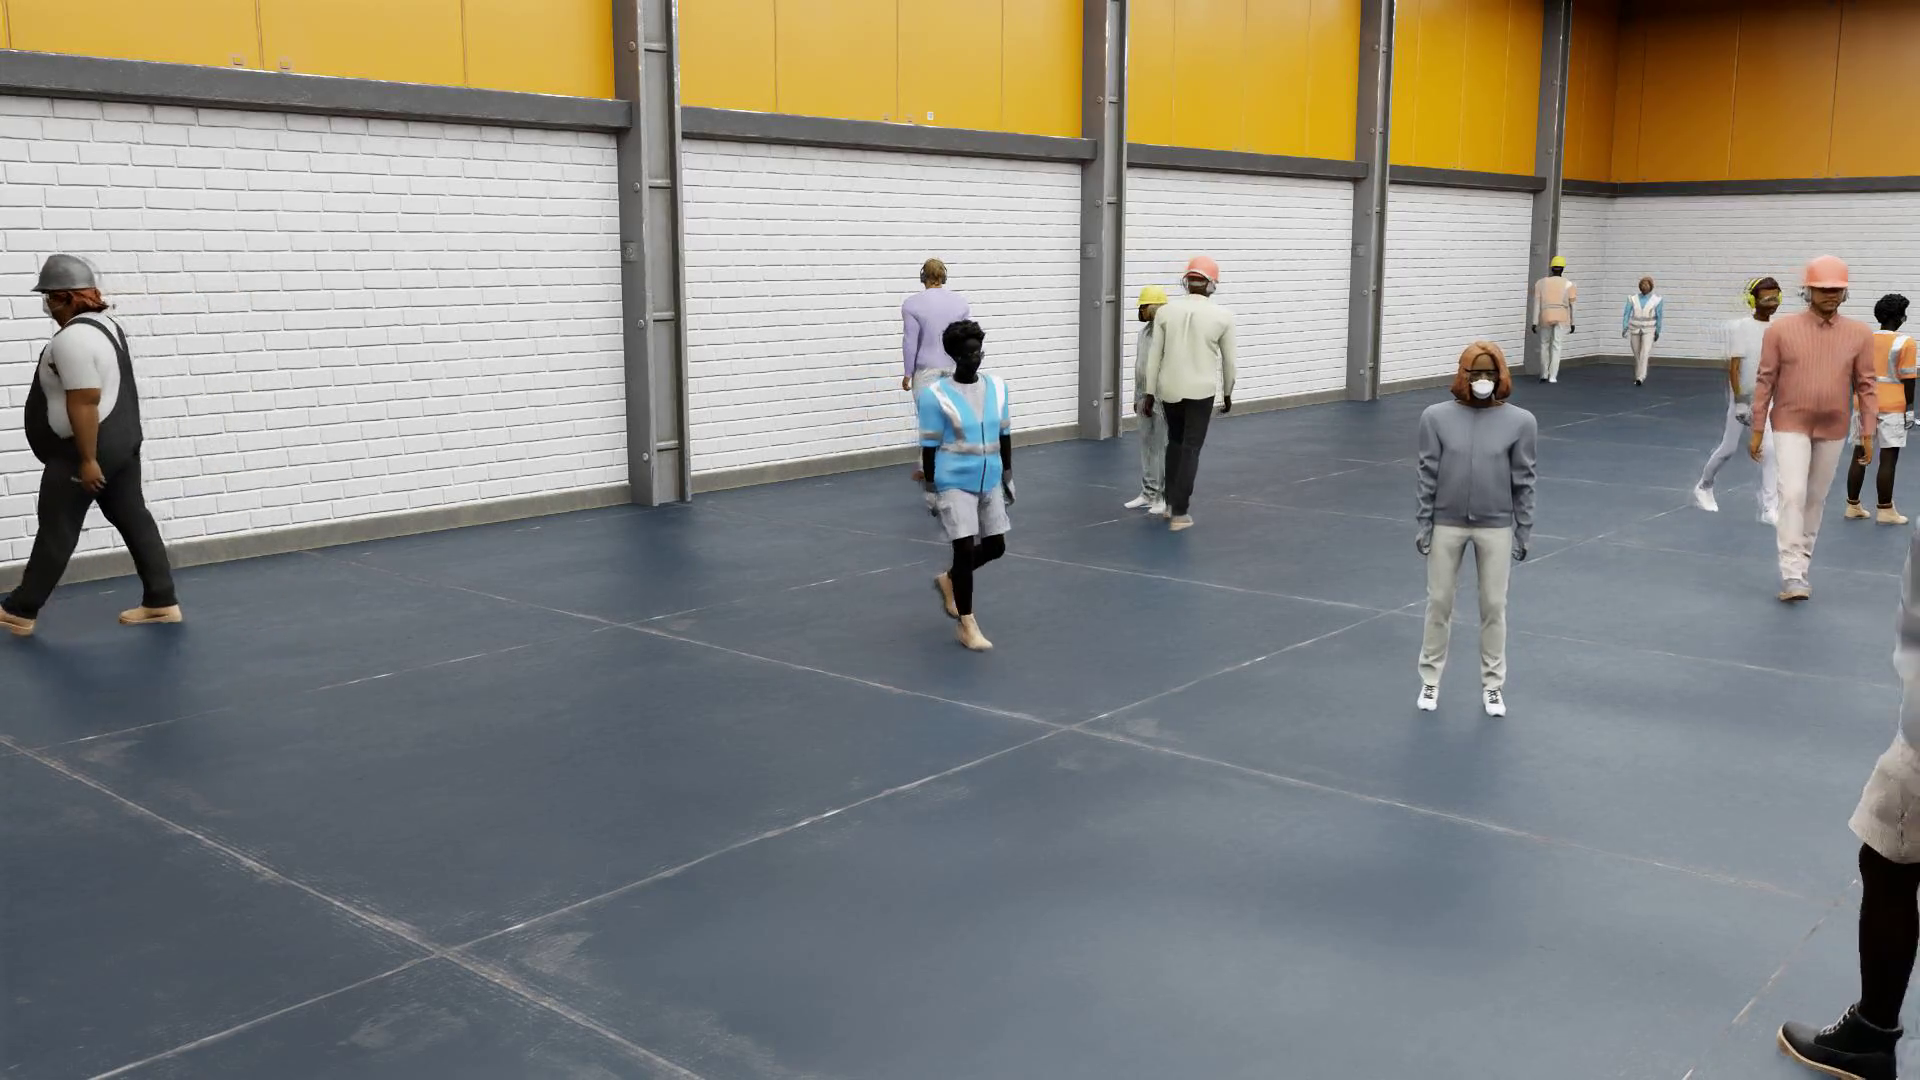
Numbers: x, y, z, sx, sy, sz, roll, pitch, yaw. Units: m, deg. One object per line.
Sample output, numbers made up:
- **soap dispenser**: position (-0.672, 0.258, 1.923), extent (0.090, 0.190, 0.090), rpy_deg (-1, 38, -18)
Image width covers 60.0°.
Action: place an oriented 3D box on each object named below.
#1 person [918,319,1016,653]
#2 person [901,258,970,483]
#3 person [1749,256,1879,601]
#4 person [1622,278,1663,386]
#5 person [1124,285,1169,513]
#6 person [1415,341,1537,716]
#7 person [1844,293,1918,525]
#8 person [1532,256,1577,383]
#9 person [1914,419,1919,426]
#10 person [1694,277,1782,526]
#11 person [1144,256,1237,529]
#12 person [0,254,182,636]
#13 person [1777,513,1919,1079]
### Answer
- **person**: position (-0.005, -0.290, 8.455), extent (0.539, 1.675, 0.550), rpy_deg (-7, 12, -34)
- **person**: position (-0.218, -1.460, 14.383), extent (0.629, 1.940, 0.376), rpy_deg (-5, 11, -25)
- **person**: position (4.901, -0.614, 9.474), extent (0.647, 1.964, 0.865), rpy_deg (2, 10, 9)
- **person**: position (9.997, -3.042, 24.398), extent (0.505, 1.583, 0.888), rpy_deg (7, 12, 33)
- **person**: position (1.480, -1.077, 12.760), extent (0.320, 1.742, 0.492), rpy_deg (-5, 11, -28)
- **person**: position (2.229, -0.046, 7.227), extent (0.498, 1.629, 0.273), rpy_deg (3, 10, 18)
- **person**: position (6.772, -0.958, 12.214), extent (0.318, 1.697, 0.533), rpy_deg (-4, 11, -23)
- **person**: position (8.991, -3.326, 25.130), extent (0.607, 1.893, 0.832), rpy_deg (4, 11, 23)
- **person**: position (11.018, -2.091, 18.337), extent (0.877, 1.807, 0.598), rpy_deg (2, 10, 11)
- **person**: position (5.899, -1.058, 12.451), extent (0.489, 1.817, 0.981), rpy_deg (-2, 10, -9)
- **person**: position (1.705, -1.079, 12.149), extent (0.622, 1.954, 0.787), rpy_deg (5, 11, 27)
- **person**: position (-4.682, -0.522, 8.752), extent (0.978, 2.000, 0.694), rpy_deg (-1, 10, -5)
- **person**: position (2.382, 0.409, 3.753), extent (0.615, 1.940, 0.819), rpy_deg (-6, 12, -31)
